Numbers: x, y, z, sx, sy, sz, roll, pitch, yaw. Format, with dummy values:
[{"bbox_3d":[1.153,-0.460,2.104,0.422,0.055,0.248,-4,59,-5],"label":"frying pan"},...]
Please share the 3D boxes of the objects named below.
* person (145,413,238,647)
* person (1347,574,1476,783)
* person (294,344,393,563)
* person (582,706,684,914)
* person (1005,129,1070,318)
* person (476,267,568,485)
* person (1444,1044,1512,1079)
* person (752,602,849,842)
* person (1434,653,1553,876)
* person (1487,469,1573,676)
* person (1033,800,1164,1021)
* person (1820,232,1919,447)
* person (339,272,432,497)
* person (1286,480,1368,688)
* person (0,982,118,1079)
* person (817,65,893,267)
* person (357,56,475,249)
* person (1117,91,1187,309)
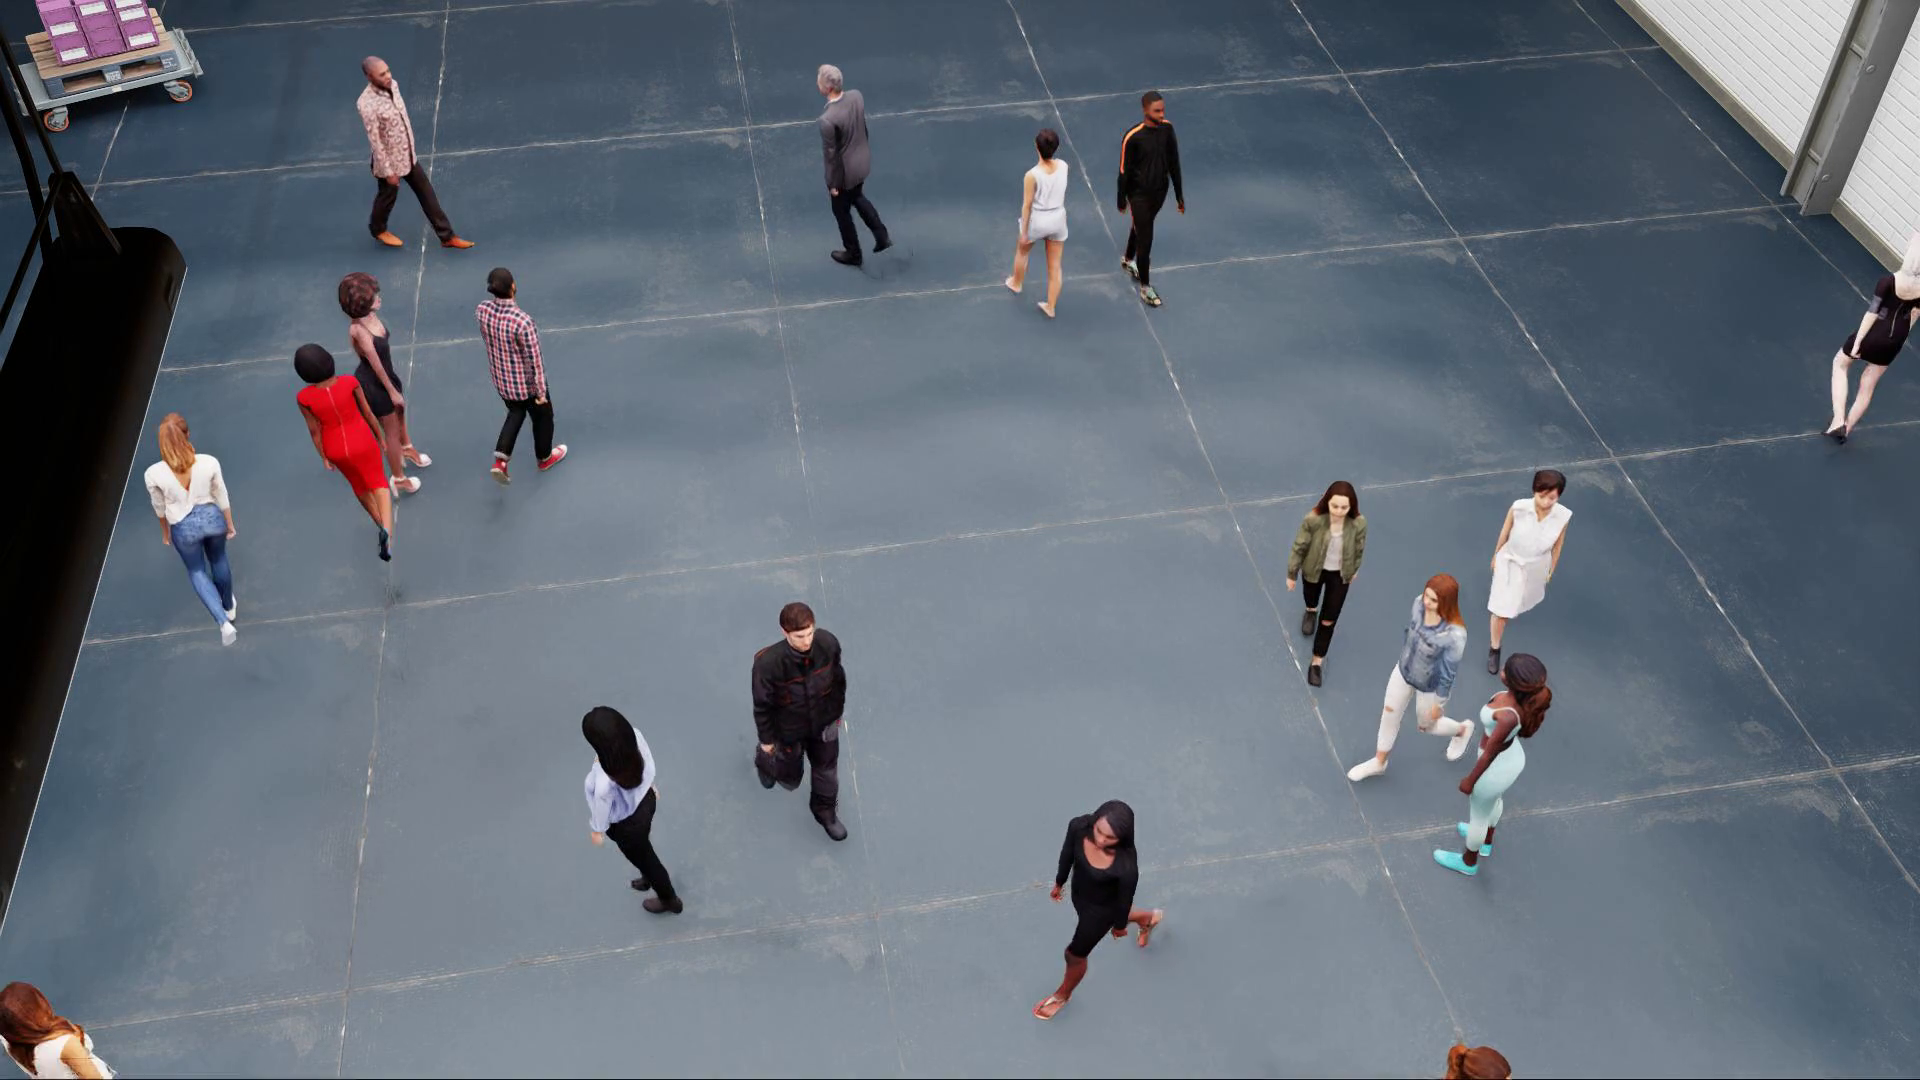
[{"bbox_3d":[-4.822,-0.022,10.605,0.832,1.702,1.006,-24,49,-23],"label":"person"},{"bbox_3d":[2.795,0.797,9.762,0.872,1.678,1.062,-19,47,-19],"label":"person"},{"bbox_3d":[-4.054,-0.545,11.140,0.720,1.720,0.945,-15,46,-15],"label":"person"},{"bbox_3d":[-1.683,1.522,8.961,0.788,1.733,0.686,8,44,8],"label":"person"},{"bbox_3d":[0.722,-2.491,13.270,0.702,1.600,0.915,-17,46,-17],"label":"person"},{"bbox_3d":[-3.146,-1.100,11.709,0.983,1.740,1.071,18,47,18],"label":"person"},{"bbox_3d":[2.129,2.779,7.635,0.810,1.743,1.214,-20,47,-20],"label":"person"},{"bbox_3d":[-0.935,0.975,9.472,0.925,1.821,1.070,-21,48,-21],"label":"person"},{"bbox_3d":[2.977,1.268,9.235,0.698,1.724,0.657,32,52,29],"label":"person"},{"bbox_3d":[3.582,0.118,10.578,0.772,1.535,1.016,8,44,9],"label":"person"},{"bbox_3d":[0.773,1.841,8.657,1.011,1.690,1.140,-25,49,-24],"label":"person"},{"bbox_3d":[6.639,-1.370,11.933,0.648,1.821,0.694,1,44,1],"label":"person"},{"bbox_3d":[-4.087,-1.063,11.638,0.662,1.783,0.514,-11,45,-12],"label":"person"},{"bbox_3d":[2.329,0.161,10.607,0.853,1.434,1.081,9,44,9],"label":"person"},{"bbox_3d":[-4.143,2.677,7.737,0.896,1.749,1.175,8,44,9],"label":"person"},{"bbox_3d":[-0.877,-3.050,13.704,1.006,1.811,0.943,24,49,23],"label":"person"},{"bbox_3d":[-4.794,-3.194,13.890,1.147,1.763,1.240,13,45,13],"label":"person"},{"bbox_3d":[1.459,-2.861,13.529,0.865,1.779,1.063,-25,49,-24],"label":"person"}]
